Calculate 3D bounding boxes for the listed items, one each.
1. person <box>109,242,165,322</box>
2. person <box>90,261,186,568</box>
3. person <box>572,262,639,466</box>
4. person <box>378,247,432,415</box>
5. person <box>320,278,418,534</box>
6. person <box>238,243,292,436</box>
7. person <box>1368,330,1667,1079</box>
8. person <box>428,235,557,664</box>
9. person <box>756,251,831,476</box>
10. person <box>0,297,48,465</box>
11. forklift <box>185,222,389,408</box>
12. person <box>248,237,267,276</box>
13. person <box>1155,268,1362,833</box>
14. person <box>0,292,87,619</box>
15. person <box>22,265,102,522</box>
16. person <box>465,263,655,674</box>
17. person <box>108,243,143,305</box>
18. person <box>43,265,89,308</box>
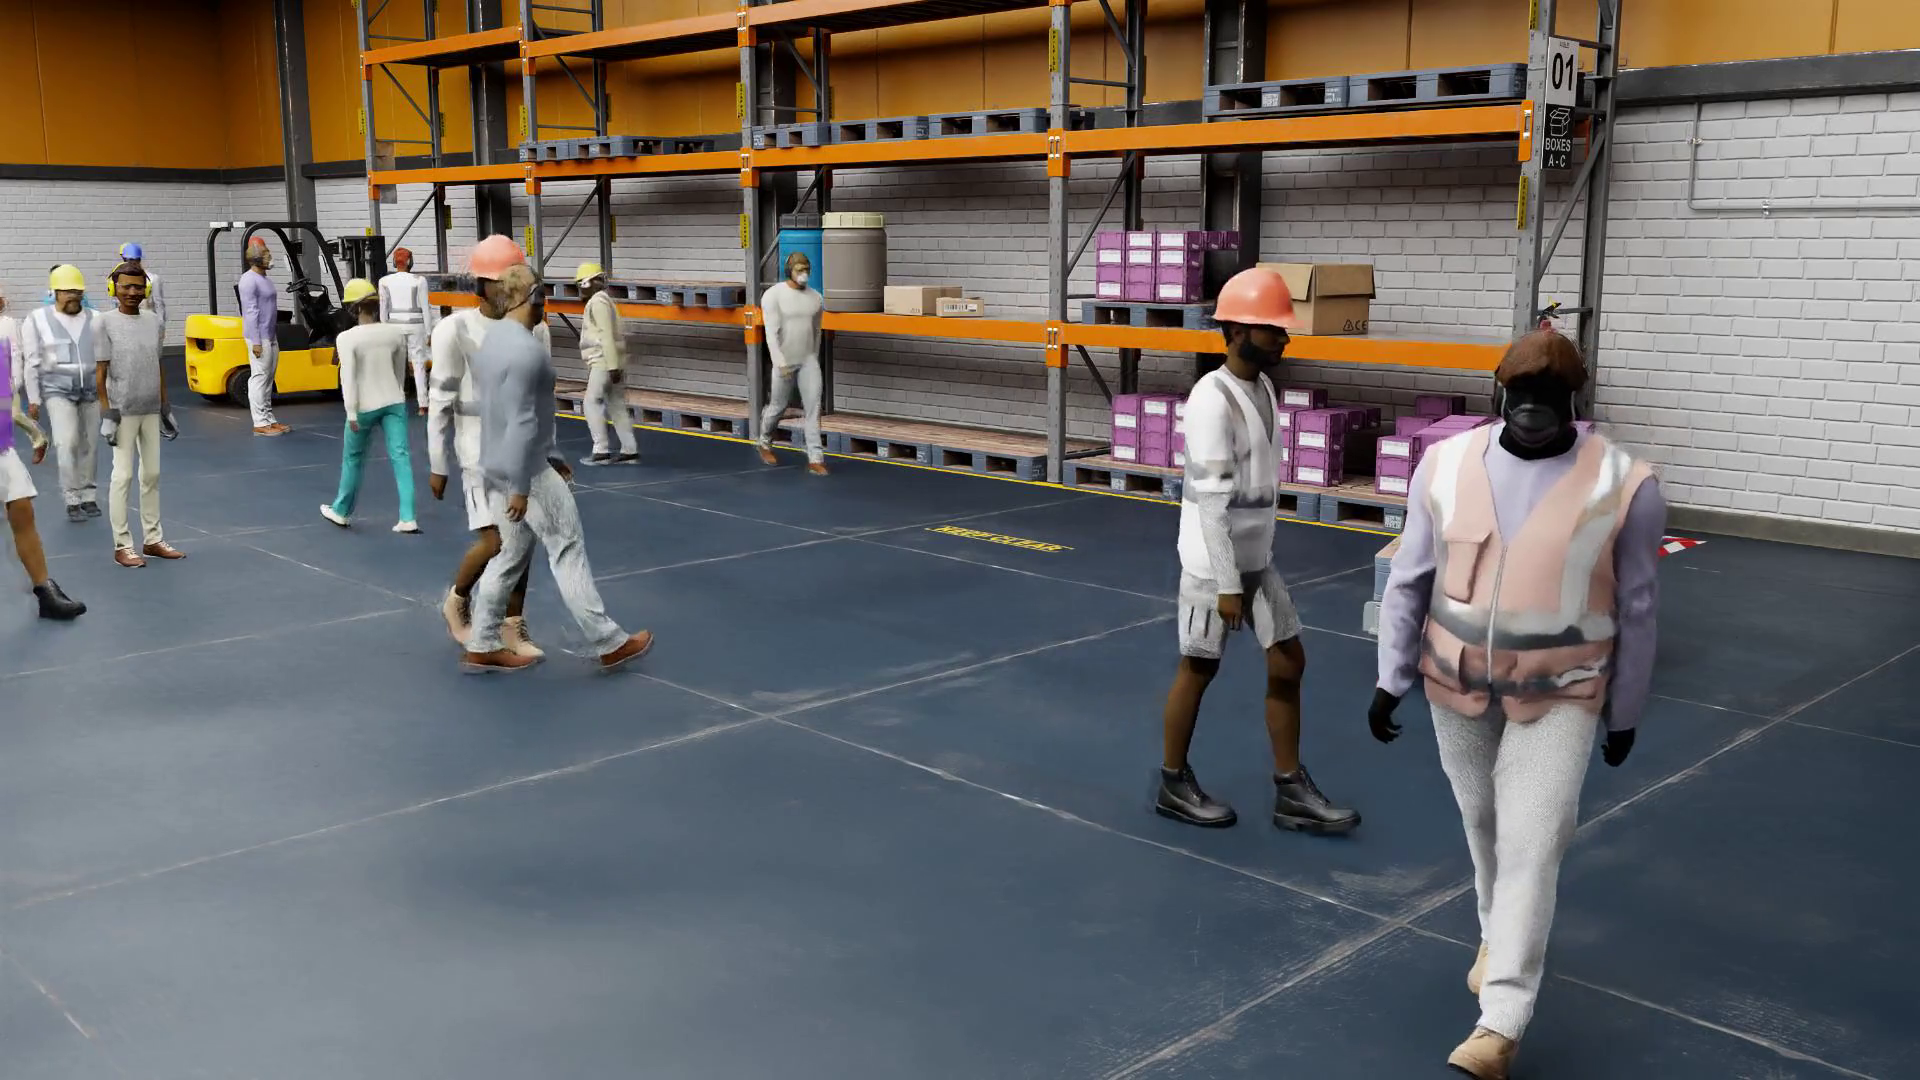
[{"bbox_3d":[-9.853,-2.582,19.918,0.630,1.927,0.441,-2,11,-10],"label":"person"},{"bbox_3d":[-5.062,-0.775,10.259,0.335,1.865,0.520,5,12,25],"label":"person"},{"bbox_3d":[-3.136,-1.545,14.676,0.608,1.781,0.619,-1,10,-3],"label":"person"},{"bbox_3d":[-6.223,-2.342,18.733,0.574,1.887,0.355,0,10,0],"label":"person"},{"bbox_3d":[-4.050,-0.910,11.368,0.856,1.728,0.537,8,13,38],"label":"person"},{"bbox_3d":[-7.068,-2.027,16.876,0.368,1.940,0.632,-1,10,-7],"label":"person"},{"bbox_3d":[1.354,0.382,4.136,0.623,1.790,0.959,7,13,35],"label":"person"},{"bbox_3d":[-2.153,-0.402,7.780,0.531,2.022,0.630,8,13,38],"label":"person"},{"bbox_3d":[-1.457,-1.527,14.288,0.615,1.909,0.963,-7,12,-33],"label":"person"},{"bbox_3d":[-8.292,-1.406,14.399,0.507,1.604,0.756,2,11,9],"label":"person"},{"bbox_3d":[-8.169,-2.758,20.163,2.313,2.155,1.214,-10,14,-44],"label":"forklift"},{"bbox_3d":[-10.428,-3.496,24.736,0.388,1.990,0.622,-2,11,-9],"label":"person"},{"bbox_3d":[1.008,0.071,5.504,0.831,1.904,0.579,7,13,34],"label":"person"},{"bbox_3d":[-5.140,-0.505,8.736,0.993,1.887,0.562,3,11,17],"label":"person"},{"bbox_3d":[-6.244,-1.036,11.806,0.618,1.805,0.681,-10,15,-44],"label":"person"},{"bbox_3d":[-1.901,-0.310,7.642,0.832,1.889,0.641,-6,12,-29],"label":"person"},{"bbox_3d":[-10.929,-2.958,21.993,0.594,1.922,0.384,2,11,13],"label":"person"},{"bbox_3d":[-10.199,-2.305,19.063,0.449,1.684,0.548,7,12,32],"label":"person"}]
